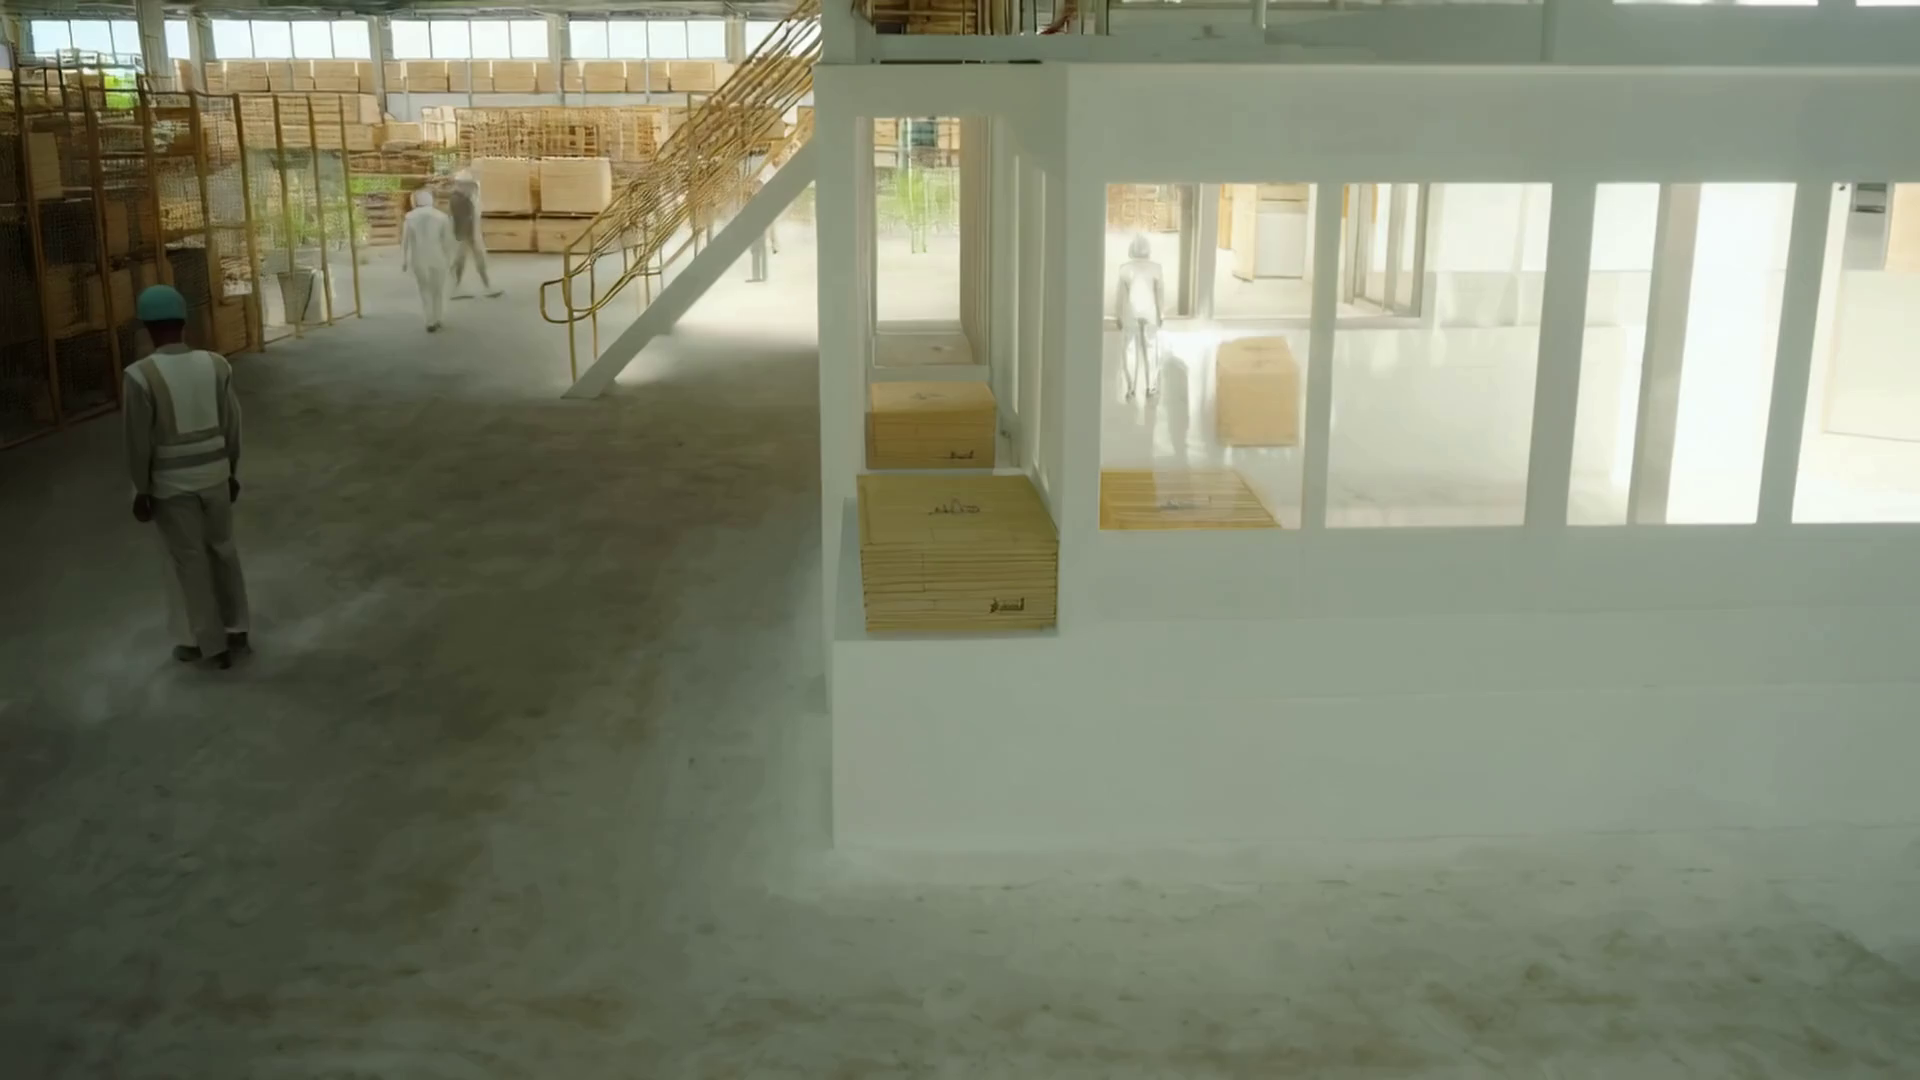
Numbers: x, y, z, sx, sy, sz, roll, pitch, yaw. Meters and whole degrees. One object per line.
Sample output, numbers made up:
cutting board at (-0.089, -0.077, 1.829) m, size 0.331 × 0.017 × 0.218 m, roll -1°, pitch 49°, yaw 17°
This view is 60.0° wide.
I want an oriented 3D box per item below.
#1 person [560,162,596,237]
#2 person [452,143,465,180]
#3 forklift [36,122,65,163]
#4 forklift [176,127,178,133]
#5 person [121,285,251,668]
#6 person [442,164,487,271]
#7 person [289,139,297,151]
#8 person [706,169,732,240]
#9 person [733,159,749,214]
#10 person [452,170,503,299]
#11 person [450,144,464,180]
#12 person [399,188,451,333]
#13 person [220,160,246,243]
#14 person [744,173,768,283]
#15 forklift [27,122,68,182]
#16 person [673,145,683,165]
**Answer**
person at (-9.308, -8.225, 40.332) m, size 0.990 × 1.826 × 0.596 m, roll 0°, pitch 14°, yaw 1°
person at (-23.170, -17.365, 76.797) m, size 0.873 × 1.875 × 0.652 m, roll 14°, pitch 19°, yaw 43°
forklift at (-37.728, -15.960, 69.123) m, size 1.129 × 2.768 × 1.873 m, roll -1°, pitch 14°, yaw -2°
forklift at (-39.058, -19.253, 82.282) m, size 1.129 × 2.768 × 1.873 m, roll -1°, pitch 14°, yaw -2°
person at (-3.962, -0.319, 8.499) m, size 0.404 × 1.945 × 0.615 m, roll 8°, pitch 16°, yaw 28°
person at (-9.450, -6.126, 31.520) m, size 0.920 × 2.000 × 0.695 m, roll 3°, pitch 14°, yaw 11°
person at (-36.704, -21.134, 91.739) m, size 0.480 × 1.921 × 0.579 m, roll 5°, pitch 15°, yaw 19°
person at (-5.608, -7.802, 38.814) m, size 0.798 × 1.733 × 0.548 m, roll 9°, pitch 17°, yaw 32°
person at (-6.435, -10.351, 48.755) m, size 0.520 × 1.871 × 0.326 m, roll 4°, pitch 15°, yaw 17°
person at (-7.720, -4.846, 26.444) m, size 0.855 × 2.015 × 0.616 m, roll -10°, pitch 17°, yaw -35°
person at (-22.570, -16.827, 74.679) m, size 0.564 × 1.848 × 0.390 m, roll -6°, pitch 15°, yaw -24°
person at (-7.189, -3.757, 22.355) m, size 0.639 × 1.890 × 1.003 m, roll -7°, pitch 16°, yaw -27°
person at (-16.978, -7.926, 38.983) m, size 0.566 × 1.898 × 0.887 m, roll 0°, pitch 14°, yaw 1°
person at (-3.597, -5.464, 29.128) m, size 0.385 × 1.917 × 0.584 m, roll 9°, pitch 17°, yaw 33°
forklift at (-35.376, -14.773, 64.377) m, size 1.129 × 2.768 × 1.873 m, roll -1°, pitch 14°, yaw -2°
person at (-13.089, -17.407, 77.131) m, size 0.465 × 1.793 × 0.598 m, roll 12°, pitch 19°, yaw 41°
